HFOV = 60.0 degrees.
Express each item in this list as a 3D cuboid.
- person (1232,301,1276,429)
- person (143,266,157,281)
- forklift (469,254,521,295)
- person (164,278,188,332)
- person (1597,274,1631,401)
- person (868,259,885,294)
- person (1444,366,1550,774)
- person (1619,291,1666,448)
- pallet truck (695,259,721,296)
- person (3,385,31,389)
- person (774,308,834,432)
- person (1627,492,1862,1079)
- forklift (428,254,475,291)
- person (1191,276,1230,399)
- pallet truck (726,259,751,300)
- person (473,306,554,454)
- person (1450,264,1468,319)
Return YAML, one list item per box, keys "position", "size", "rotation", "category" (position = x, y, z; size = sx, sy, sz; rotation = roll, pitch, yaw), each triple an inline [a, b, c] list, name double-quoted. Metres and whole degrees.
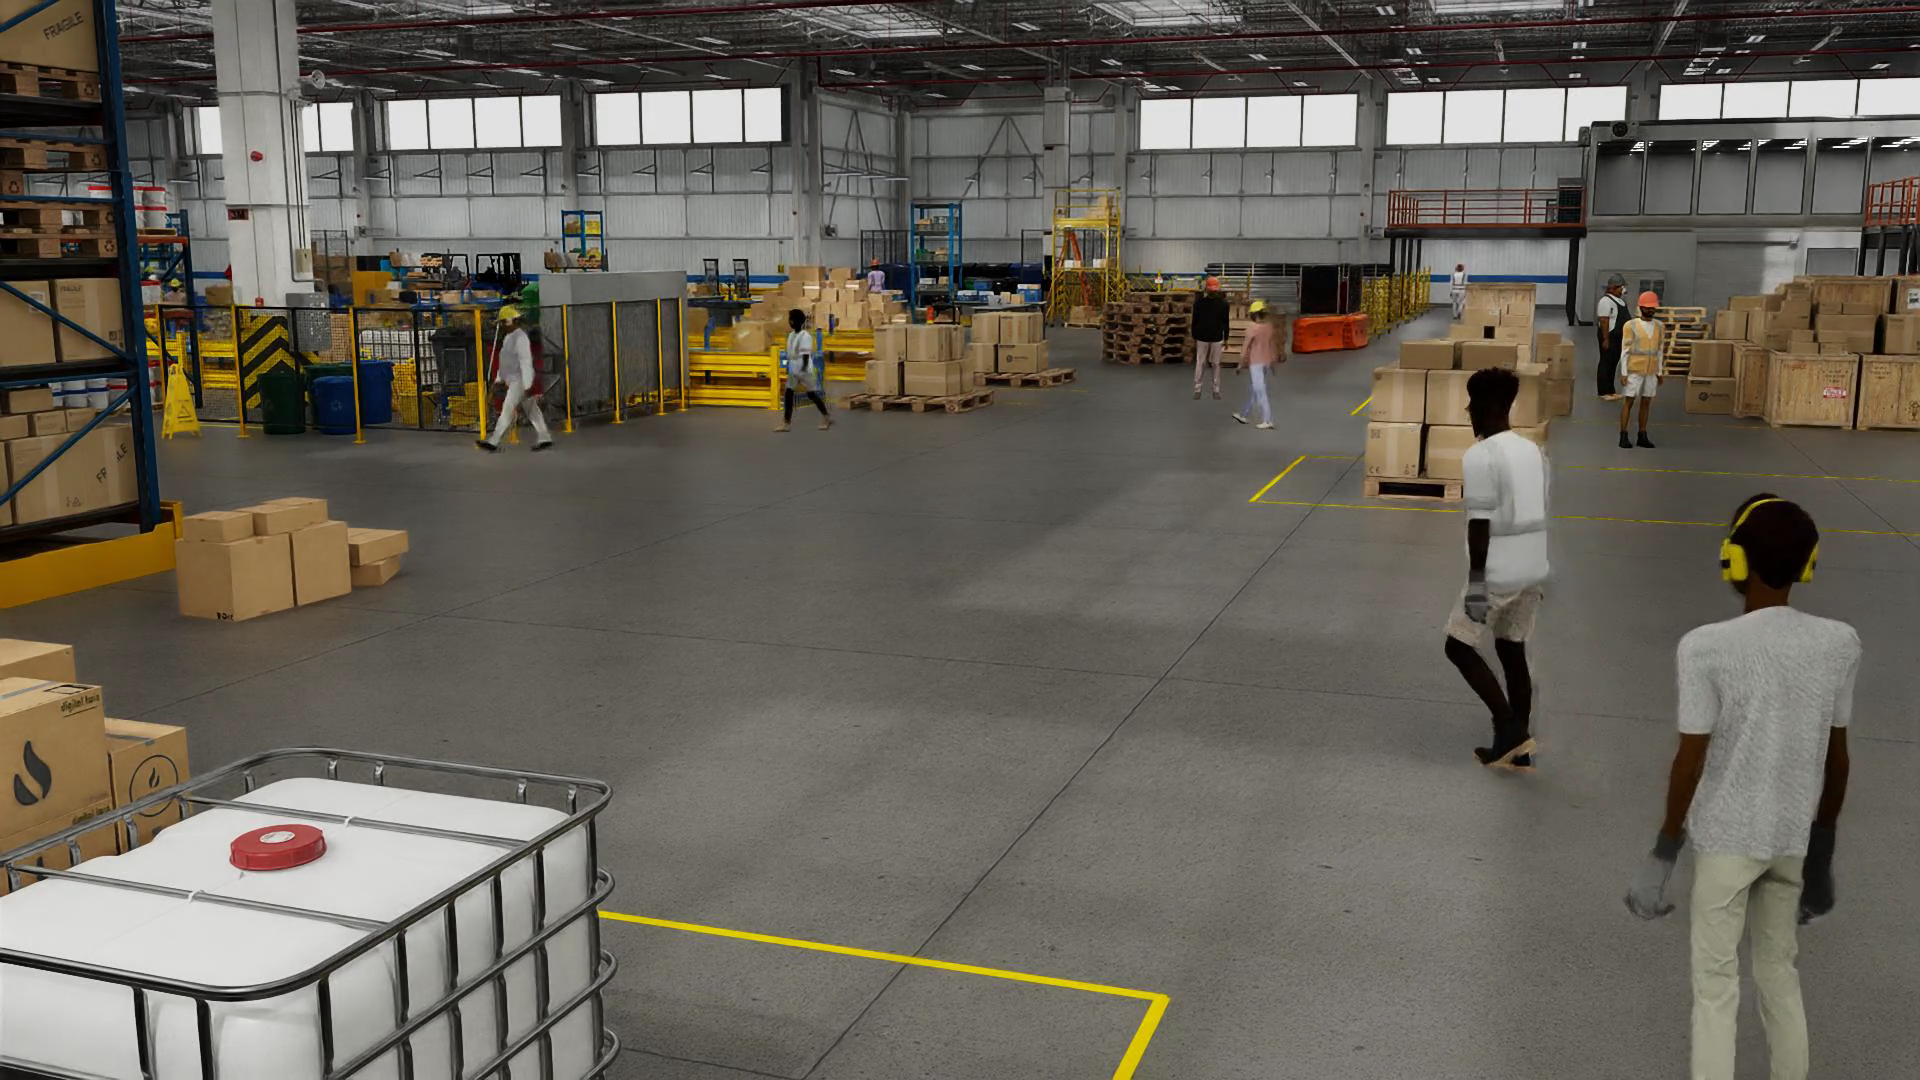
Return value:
- position: [4.022, -2.403, 22.837]
  size: [0.550, 1.718, 0.882]
  rotation: [-8, 13, -37]
  category: "person"
- position: [-27.081, -8.245, 55.599]
  size: [0.947, 1.777, 0.619]
  rotation: [-7, 12, -35]
  category: "person"
- position: [-17.990, -10.121, 64.684]
  size: [1.157, 1.987, 2.680]
  rotation: [3, 11, 17]
  category: "forklift"
- position: [-17.911, -5.115, 38.068]
  size: [0.523, 1.740, 0.782]
  rotation: [-1, 10, -8]
  category: "person"
- position: [10.550, -3.256, 26.774]
  size: [0.538, 2.000, 0.682]
  rotation: [8, 13, 39]
  category: "person"
- position: [-2.640, -7.733, 51.970]
  size: [0.610, 2.048, 0.362]
  rotation: [-8, 13, -37]
  category: "person"
- position: [2.538, 0.153, 7.883]
  size: [0.639, 1.930, 0.509]
  rotation: [-8, 13, -38]
  category: "person"
- position: [8.419, -2.088, 20.488]
  size: [0.548, 1.936, 0.378]
  rotation: [-1, 10, -6]
  category: "person"
- position: [-9.165, -9.627, 62.776]
  size: [0.823, 1.965, 1.885]
  rotation: [4, 11, 23]
  category: "pallet truck"
- position: [-11.607, -1.965, 20.484]
  size: [0.319, 1.693, 0.532]
  rotation: [-2, 10, -11]
  category: "person"
- position: [-2.089, -2.282, 22.362]
  size: [0.840, 1.667, 0.548]
  rotation: [-7, 12, -35]
  category: "person"
- position: [2.066, 0.804, 4.402]
  size: [0.535, 1.870, 0.330]
  rotation: [-2, 10, -11]
  category: "person"
- position: [-20.133, -10.254, 65.465]
  size: [1.157, 1.987, 2.680]
  rotation: [3, 11, 19]
  category: "forklift"
- position: [4.059, -3.269, 26.982]
  size: [0.609, 1.994, 0.390]
  rotation: [1, 10, 6]
  category: "person"
- position: [-7.986, -9.493, 62.019]
  size: [0.823, 1.965, 1.885]
  rotation: [3, 11, 17]
  category: "pallet truck"
- position: [-5.377, -1.917, 20.006]
  size: [0.992, 1.763, 0.596]
  rotation: [-5, 11, -25]
  category: "person"
- position: [16.754, -8.329, 55.864]
  size: [0.570, 1.863, 0.414]
  rotation: [5, 11, 26]
  category: "person"
